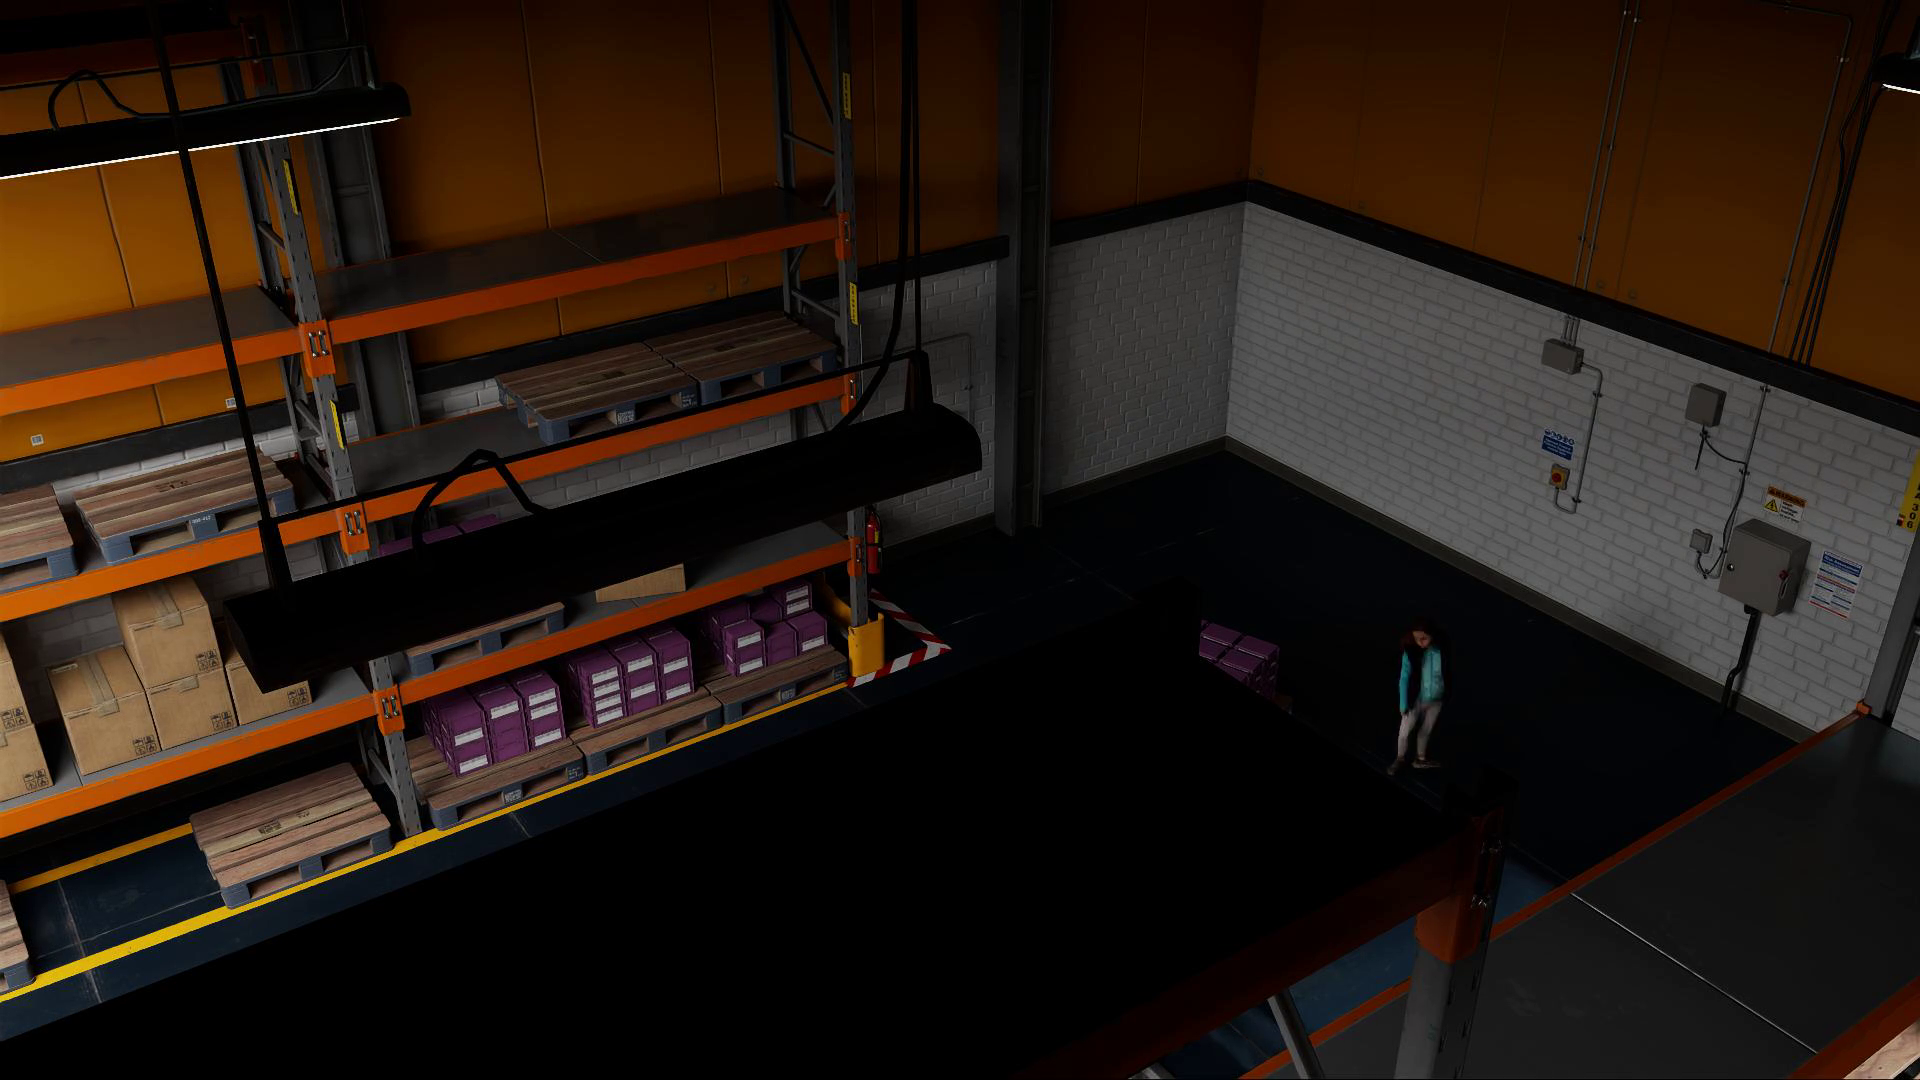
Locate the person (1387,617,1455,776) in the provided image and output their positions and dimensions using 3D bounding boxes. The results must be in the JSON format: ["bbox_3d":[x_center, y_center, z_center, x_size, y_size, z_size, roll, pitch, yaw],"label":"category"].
[{"bbox_3d":[3.628,1.187,12.918,0.667,1.474,0.808,-11,30,-19],"label":"person"}]
